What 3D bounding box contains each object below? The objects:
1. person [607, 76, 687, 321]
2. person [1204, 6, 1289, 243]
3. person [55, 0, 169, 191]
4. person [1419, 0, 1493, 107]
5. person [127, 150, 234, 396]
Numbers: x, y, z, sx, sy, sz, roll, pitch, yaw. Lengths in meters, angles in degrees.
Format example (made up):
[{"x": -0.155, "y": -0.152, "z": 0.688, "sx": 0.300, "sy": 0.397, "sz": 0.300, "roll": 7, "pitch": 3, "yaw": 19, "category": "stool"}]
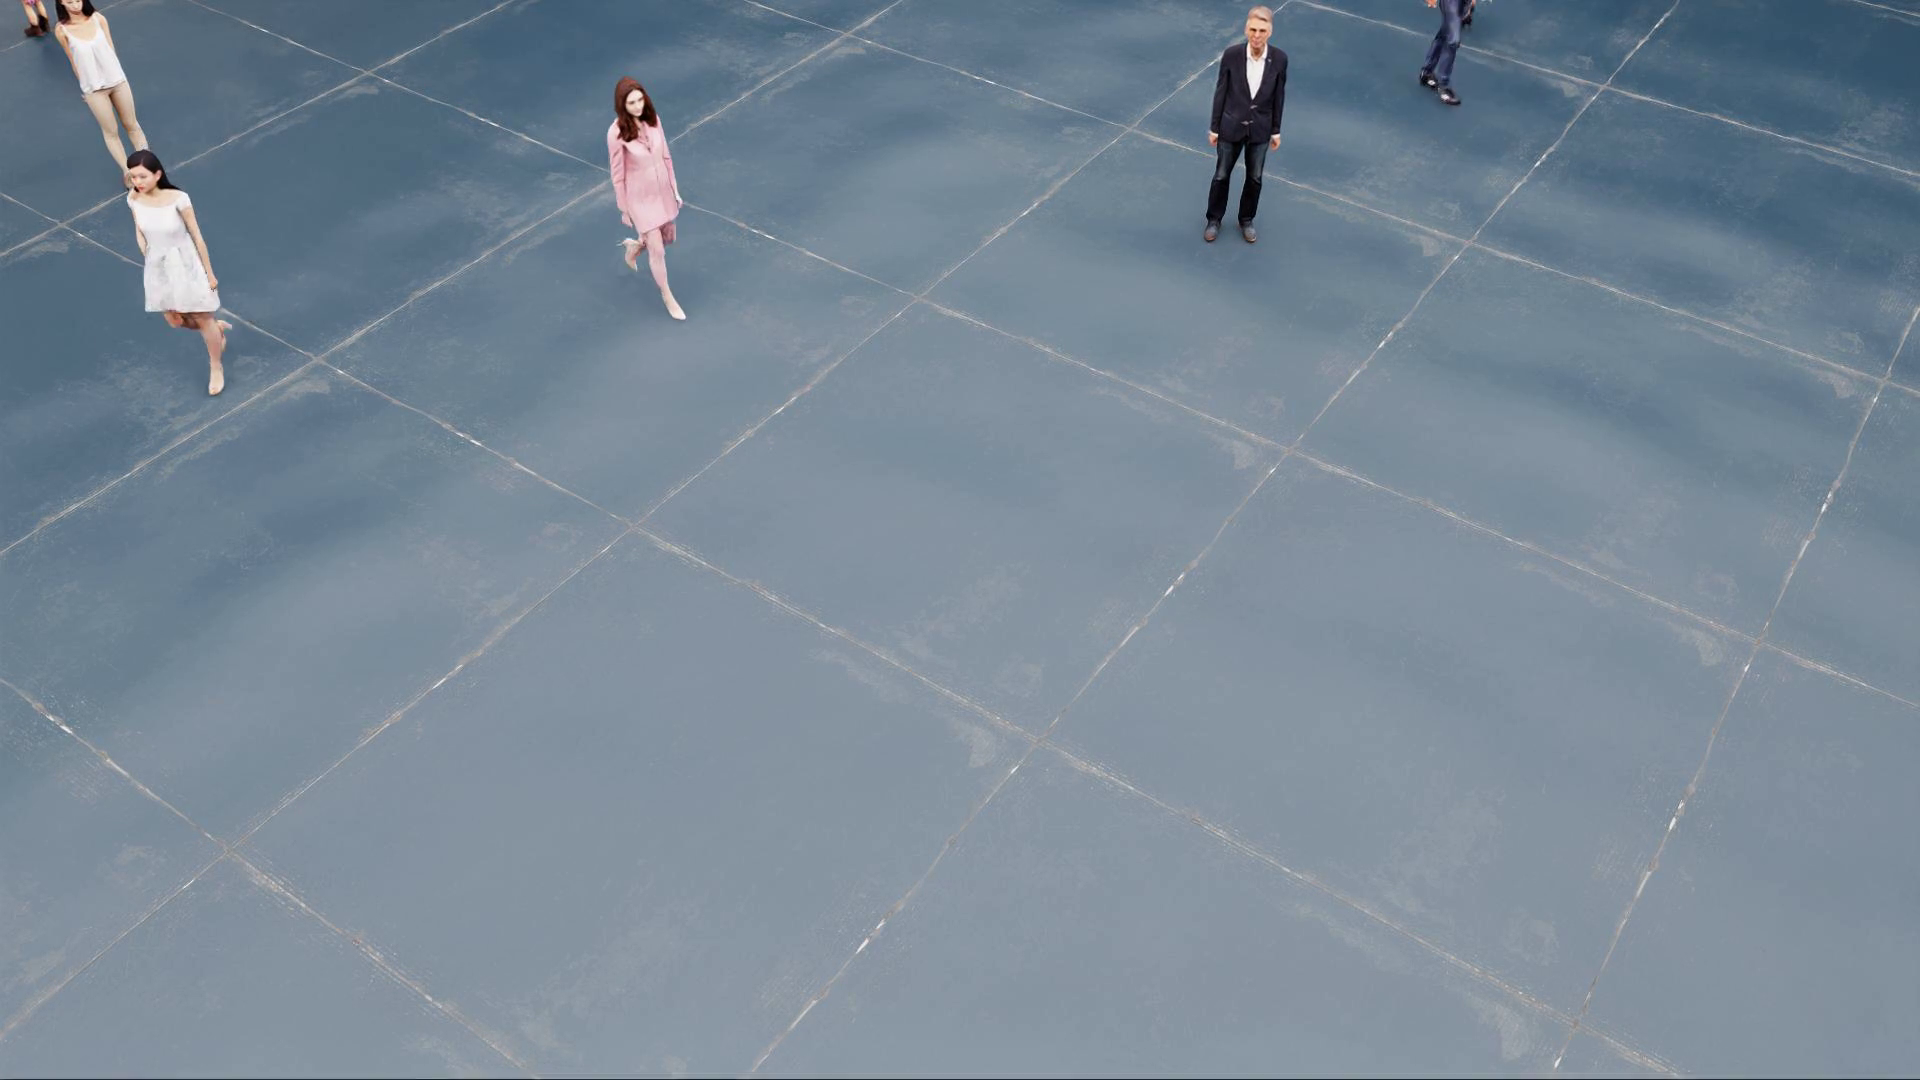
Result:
[{"x": -2.186, "y": -2.381, "z": 11.462, "sx": 0.992, "sy": 1.782, "sz": 0.696, "roll": 33, "pitch": 52, "yaw": 30, "category": "person"}, {"x": 2.094, "y": -3.039, "z": 12.142, "sx": 0.706, "sy": 1.815, "sz": 0.829, "roll": 5, "pitch": 43, "yaw": 5, "category": "person"}, {"x": -6.586, "y": -3.515, "z": 12.771, "sx": 0.566, "sy": 1.652, "sz": 0.617, "roll": 26, "pitch": 49, "yaw": 25, "category": "person"}, {"x": 4.061, "y": -4.607, "z": 13.795, "sx": 0.849, "sy": 1.851, "sz": 0.950, "roll": -23, "pitch": 48, "yaw": -23, "category": "person"}, {"x": -5.034, "y": -1.776, "z": 10.825, "sx": 0.872, "sy": 1.766, "sz": 0.910, "roll": 2, "pitch": 43, "yaw": 2, "category": "person"}]
